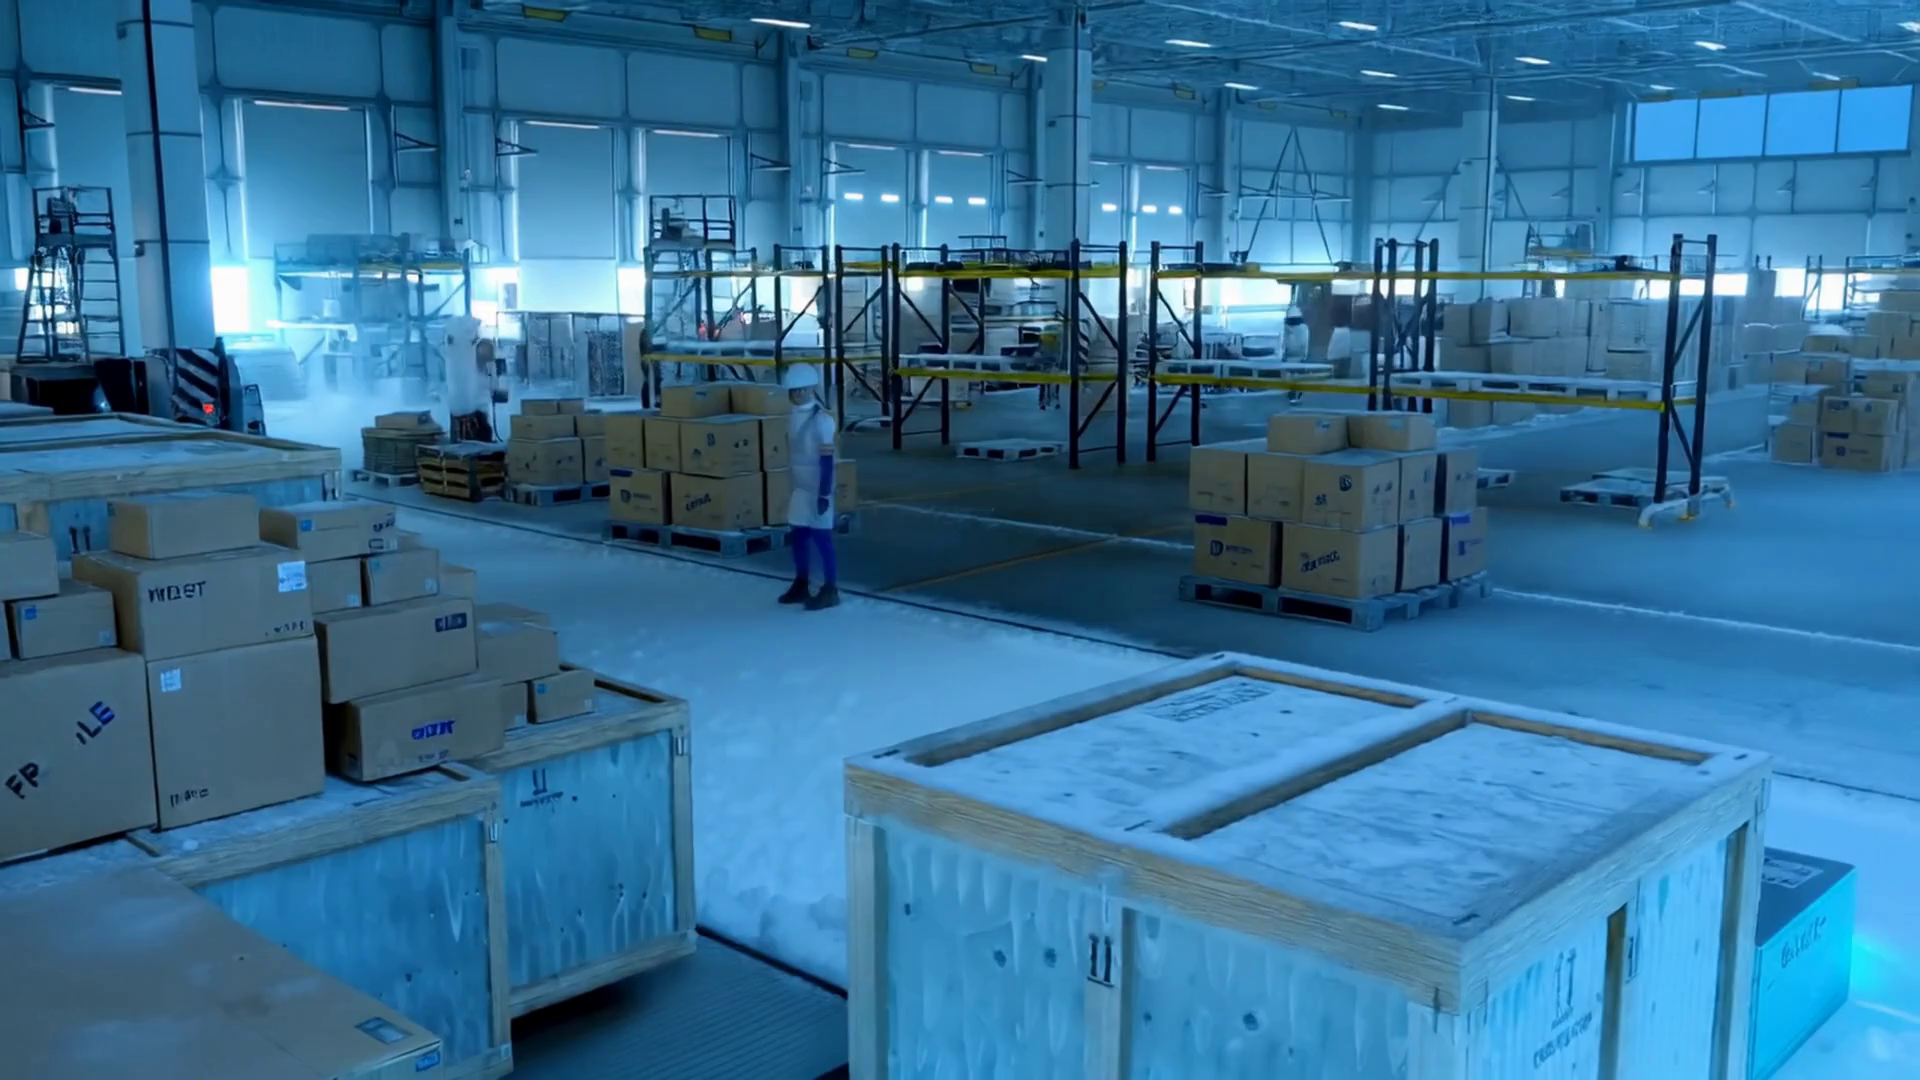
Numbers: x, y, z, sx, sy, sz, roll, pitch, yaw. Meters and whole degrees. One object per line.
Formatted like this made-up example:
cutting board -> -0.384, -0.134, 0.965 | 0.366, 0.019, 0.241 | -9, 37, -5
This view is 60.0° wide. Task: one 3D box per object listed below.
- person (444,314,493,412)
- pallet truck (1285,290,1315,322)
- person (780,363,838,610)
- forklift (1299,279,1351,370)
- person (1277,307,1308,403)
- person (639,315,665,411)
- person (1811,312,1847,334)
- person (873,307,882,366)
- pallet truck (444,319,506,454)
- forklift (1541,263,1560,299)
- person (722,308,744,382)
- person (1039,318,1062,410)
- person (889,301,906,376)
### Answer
person -> -7.360, -2.433, 25.031 | 0.683, 2.000, 0.971 | 3, 10, 16
pallet truck -> 11.297, -6.951, 52.861 | 1.885, 1.965, 0.823 | -5, 11, -29
person -> -1.191, -0.414, 13.008 | 0.390, 1.926, 0.546 | -8, 12, -41
forklift -> 9.407, -5.936, 43.940 | 1.873, 2.768, 1.129 | -8, 12, -39
person -> 6.550, -3.658, 32.949 | 0.661, 1.902, 0.608 | -9, 13, -43
person -> -5.470, -3.083, 29.634 | 0.429, 1.839, 0.634 | -6, 11, -34
person -> 15.080, -2.995, 28.903 | 0.638, 1.914, 0.888 | 4, 10, 26
person -> -2.154, -5.386, 44.394 | 0.320, 1.631, 0.526 | 0, 9, -2
pallet truck -> -6.981, -1.942, 22.150 | 1.885, 1.965, 0.823 | 1, 9, 9
forklift -> 16.241, -6.265, 45.955 | 1.873, 2.768, 1.129 | 3, 10, 17
person -> -4.218, -3.358, 31.044 | 0.365, 1.931, 0.631 | -6, 11, -35
person -> 1.730, -3.328, 31.461 | 0.488, 1.736, 0.321 | -5, 11, -29
person -> -1.515, -5.017, 41.257 | 0.766, 1.919, 0.558 | -7, 12, -36
